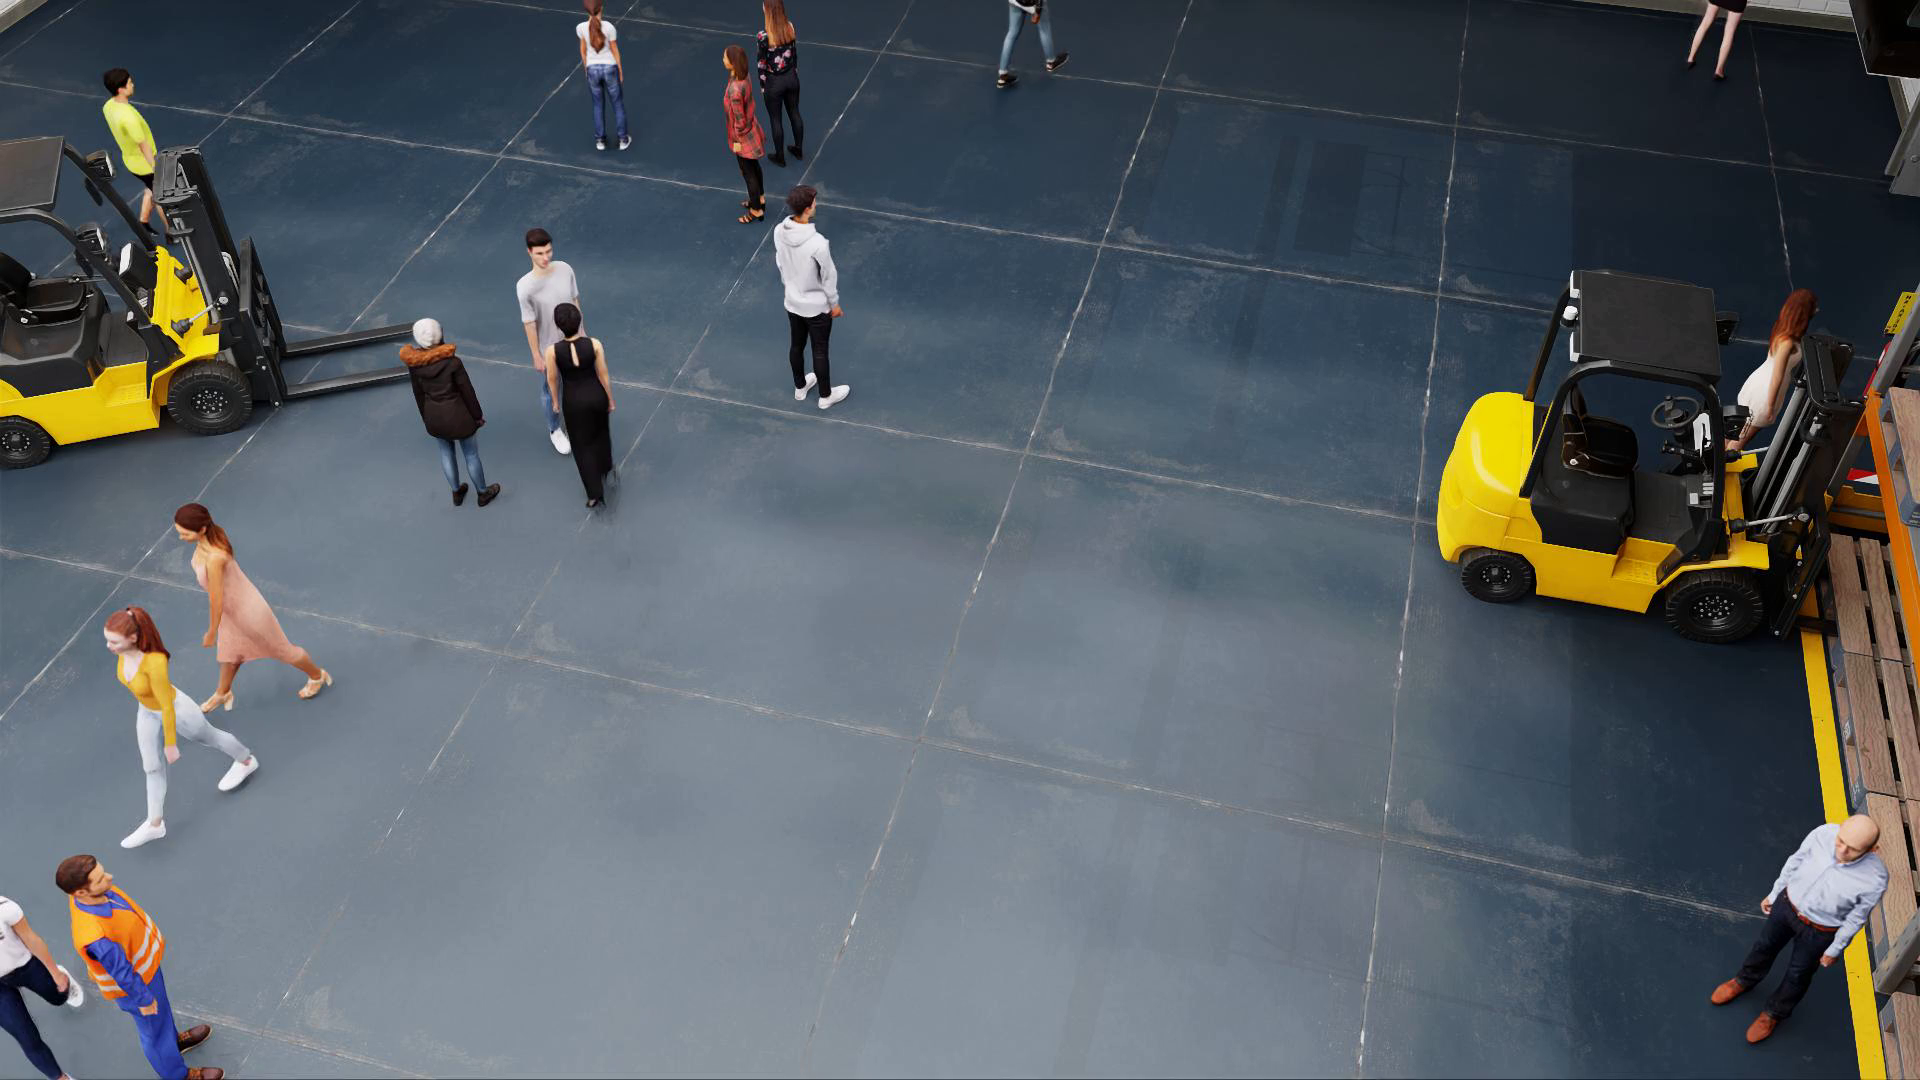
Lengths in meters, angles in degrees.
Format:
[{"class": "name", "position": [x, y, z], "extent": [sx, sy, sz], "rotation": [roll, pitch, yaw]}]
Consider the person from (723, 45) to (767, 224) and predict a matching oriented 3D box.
[{"class": "person", "position": [-1.928, -3.629, 14.864], "extent": [0.711, 1.702, 0.547], "rotation": [2, 44, 3]}]

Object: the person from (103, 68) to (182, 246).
[{"class": "person", "position": [-7.206, -3.289, 14.515], "extent": [0.792, 1.691, 0.859], "rotation": [32, 52, 29]}]

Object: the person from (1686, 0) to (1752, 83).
[{"class": "person", "position": [7.772, -5.562, 16.800], "extent": [0.711, 1.829, 0.705], "rotation": [-34, 53, -31]}]

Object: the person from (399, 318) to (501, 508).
[{"class": "person", "position": [-3.704, -0.917, 12.065], "extent": [0.658, 1.635, 0.630], "rotation": [5, 44, 5]}]

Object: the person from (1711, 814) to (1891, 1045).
[{"class": "person", "position": [4.522, 2.018, 8.872], "extent": [0.791, 1.790, 0.729], "rotation": [-21, 47, -21]}]

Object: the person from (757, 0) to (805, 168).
[{"class": "person", "position": [-1.674, -4.315, 15.597], "extent": [0.632, 1.683, 0.704], "rotation": [-25, 49, -24]}]

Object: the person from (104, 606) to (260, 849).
[{"class": "person", "position": [-4.662, 1.014, 9.997], "extent": [0.882, 1.691, 1.234], "rotation": [25, 49, 24]}]

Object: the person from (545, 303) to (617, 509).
[{"class": "person", "position": [-2.747, -0.957, 12.154], "extent": [0.849, 1.571, 0.956], "rotation": [-16, 46, -16]}]

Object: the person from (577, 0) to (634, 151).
[{"class": "person", "position": [-3.399, -4.471, 15.849], "extent": [0.581, 1.561, 0.585], "rotation": [1, 44, 1]}]

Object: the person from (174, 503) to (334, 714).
[{"class": "person", "position": [-4.445, 0.427, 10.544], "extent": [1.109, 1.787, 1.016], "rotation": [-24, 48, -23]}]

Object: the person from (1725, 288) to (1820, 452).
[{"class": "person", "position": [5.923, -1.121, 12.224], "extent": [0.634, 1.712, 0.496], "rotation": [15, 46, 15]}]

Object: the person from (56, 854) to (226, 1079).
[{"class": "person", "position": [-4.283, 2.223, 8.605], "extent": [0.847, 1.861, 0.784], "rotation": [-21, 48, -21]}]

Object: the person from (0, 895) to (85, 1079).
[{"class": "person", "position": [-4.935, 2.219, 8.691], "extent": [1.079, 1.749, 1.145], "rotation": [-21, 48, -21]}]

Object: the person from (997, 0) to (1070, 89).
[{"class": "person", "position": [0.596, -5.365, 16.629], "extent": [1.055, 1.779, 1.248], "rotation": [34, 53, 30]}]

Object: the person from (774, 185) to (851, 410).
[{"class": "person", "position": [-1.181, -1.865, 12.846], "extent": [0.744, 1.930, 0.699], "rotation": [23, 48, 22]}]

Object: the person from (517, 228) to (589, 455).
[{"class": "person", "position": [-3.034, -1.515, 12.512], "extent": [0.808, 1.885, 0.650], "rotation": [28, 50, 26]}]
